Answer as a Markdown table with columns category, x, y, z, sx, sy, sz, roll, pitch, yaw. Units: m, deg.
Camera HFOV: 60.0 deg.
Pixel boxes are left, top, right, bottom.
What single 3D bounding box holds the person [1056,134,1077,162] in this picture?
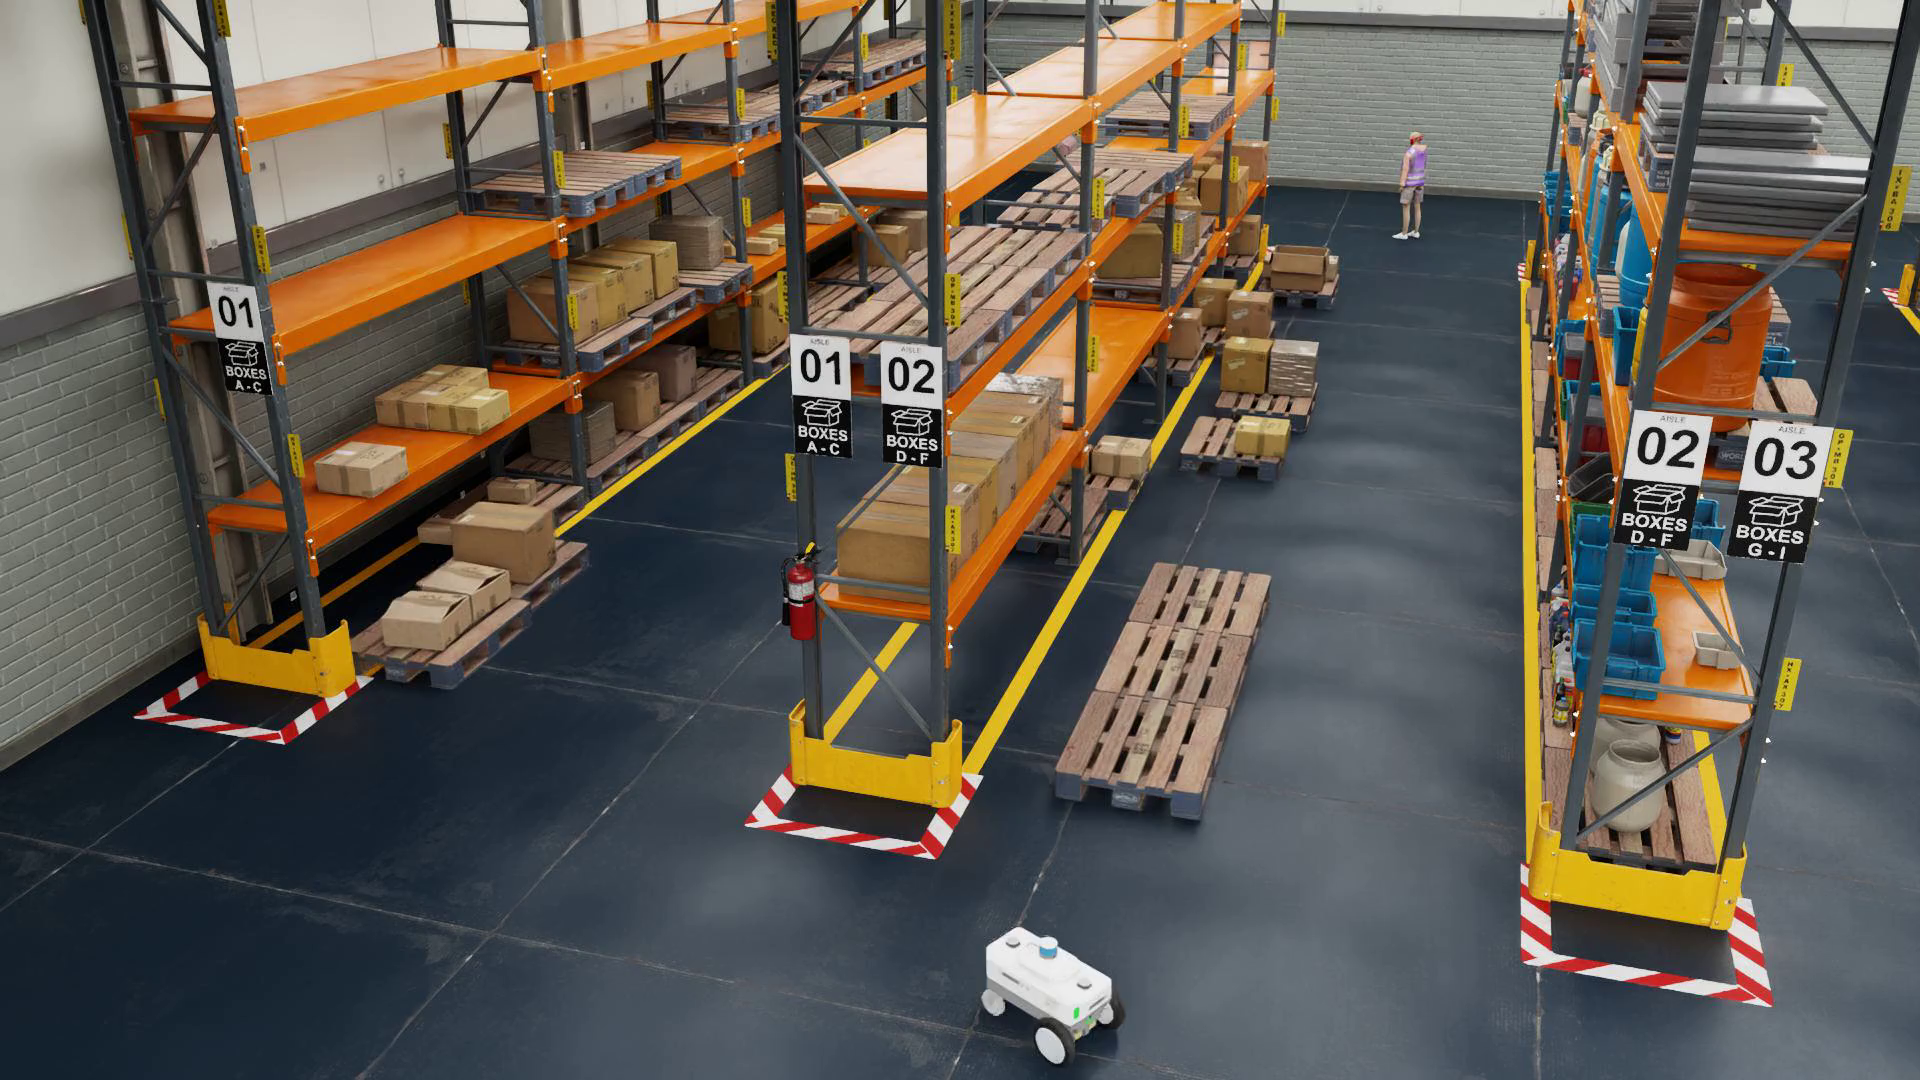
| category | x | y | z | sx | sy | sz | roll | pitch | yaw |
| --- | --- | --- | --- | --- | --- | --- | --- | --- | --- |
| person | 1.720 | -5.926 | 26.980 | 0.331 | 1.801 | 0.517 | 9 | 25 | 19 |

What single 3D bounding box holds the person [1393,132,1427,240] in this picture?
| category | x | y | z | sx | sy | sz | roll | pitch | yaw |
| --- | --- | --- | --- | --- | --- | --- | --- | --- | --- |
| person | 7.181 | -5.622 | 26.421 | 0.491 | 1.688 | 0.349 | -14 | 27 | -29 |

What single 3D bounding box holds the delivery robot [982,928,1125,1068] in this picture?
| category | x | y | z | sx | sy | sz | roll | pitch | yaw |
| --- | --- | --- | --- | --- | --- | --- | --- | --- | --- |
| delivery robot | 0.498 | 2.468 | 9.111 | 0.805 | 0.612 | 0.499 | 21 | 31 | 40 |
